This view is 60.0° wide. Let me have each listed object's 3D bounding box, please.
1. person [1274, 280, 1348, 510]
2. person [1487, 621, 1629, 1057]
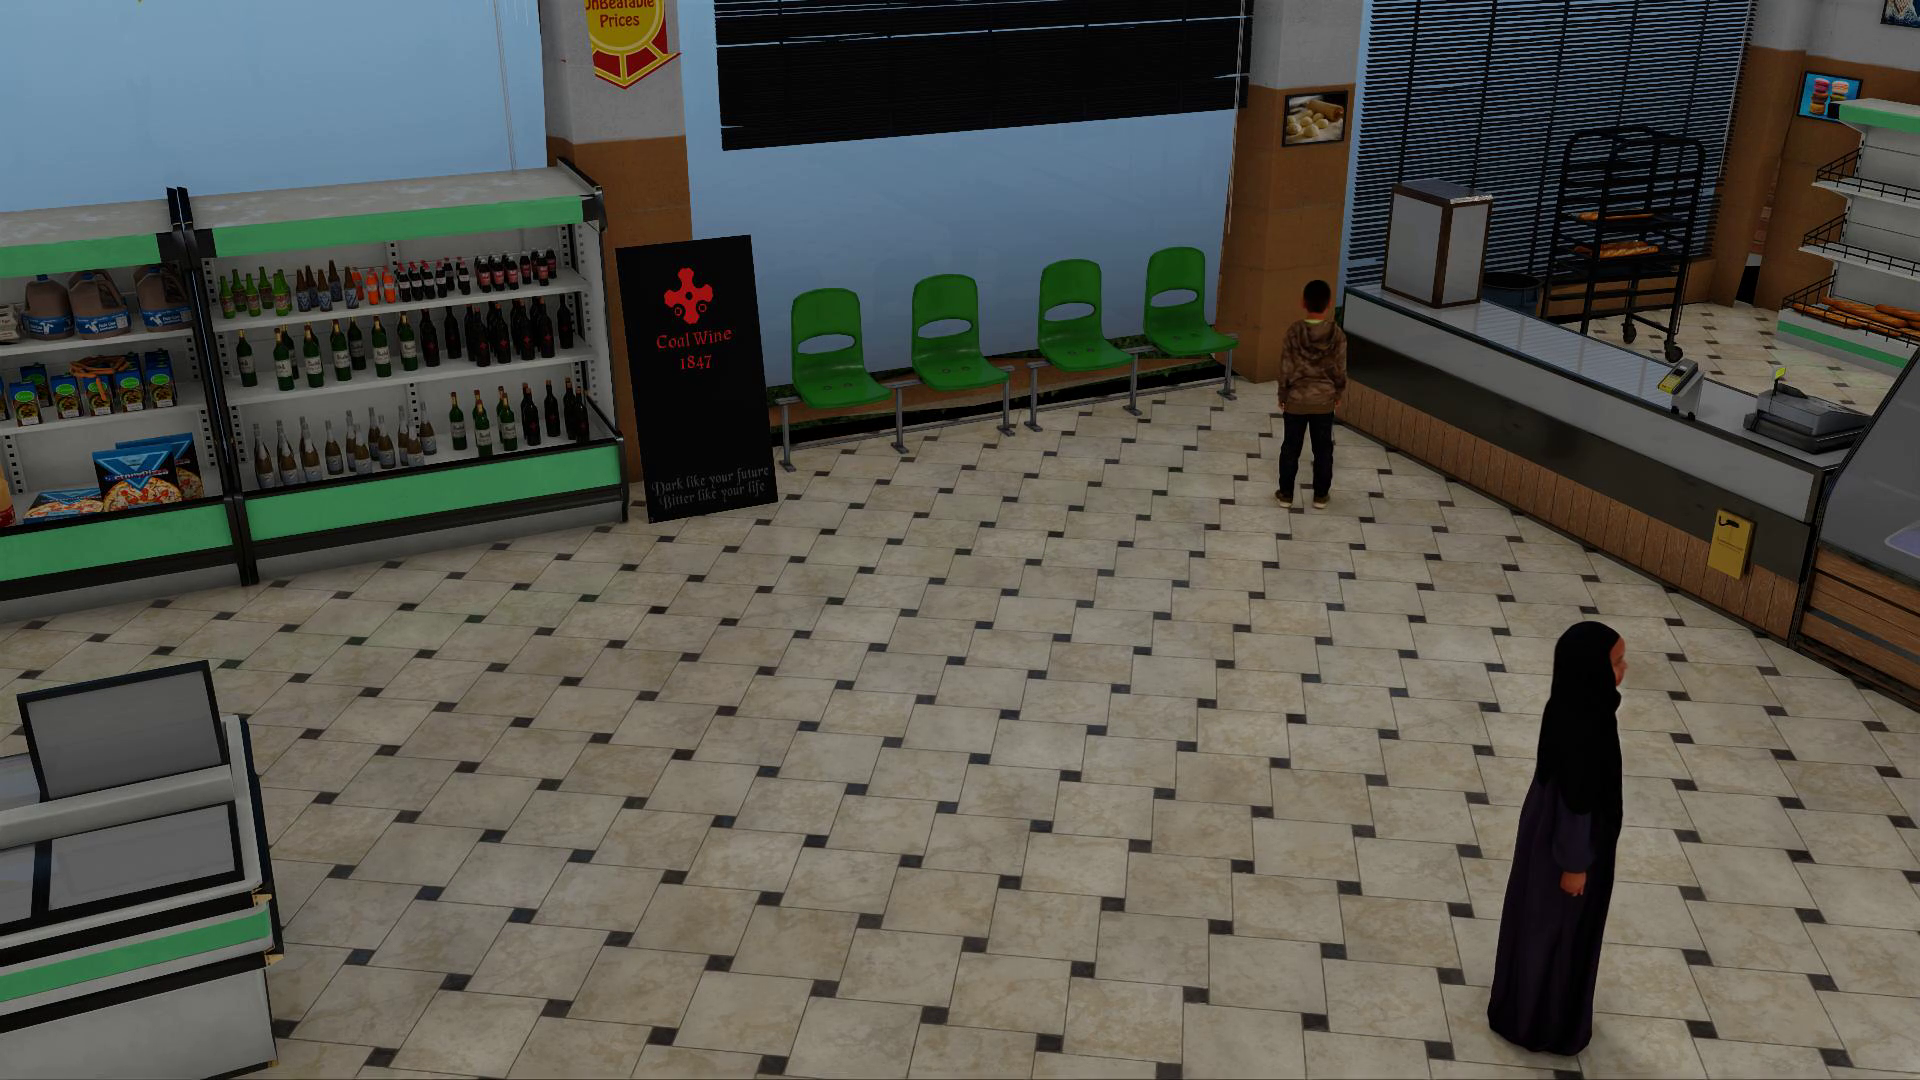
[{"bbox_3d":[2.184,-0.900,10.368,0.655,1.453,0.738,3,24,6],"label":"person"},{"bbox_3d":[2.106,1.018,5.786,0.766,1.613,0.711,7,25,16],"label":"person"}]
